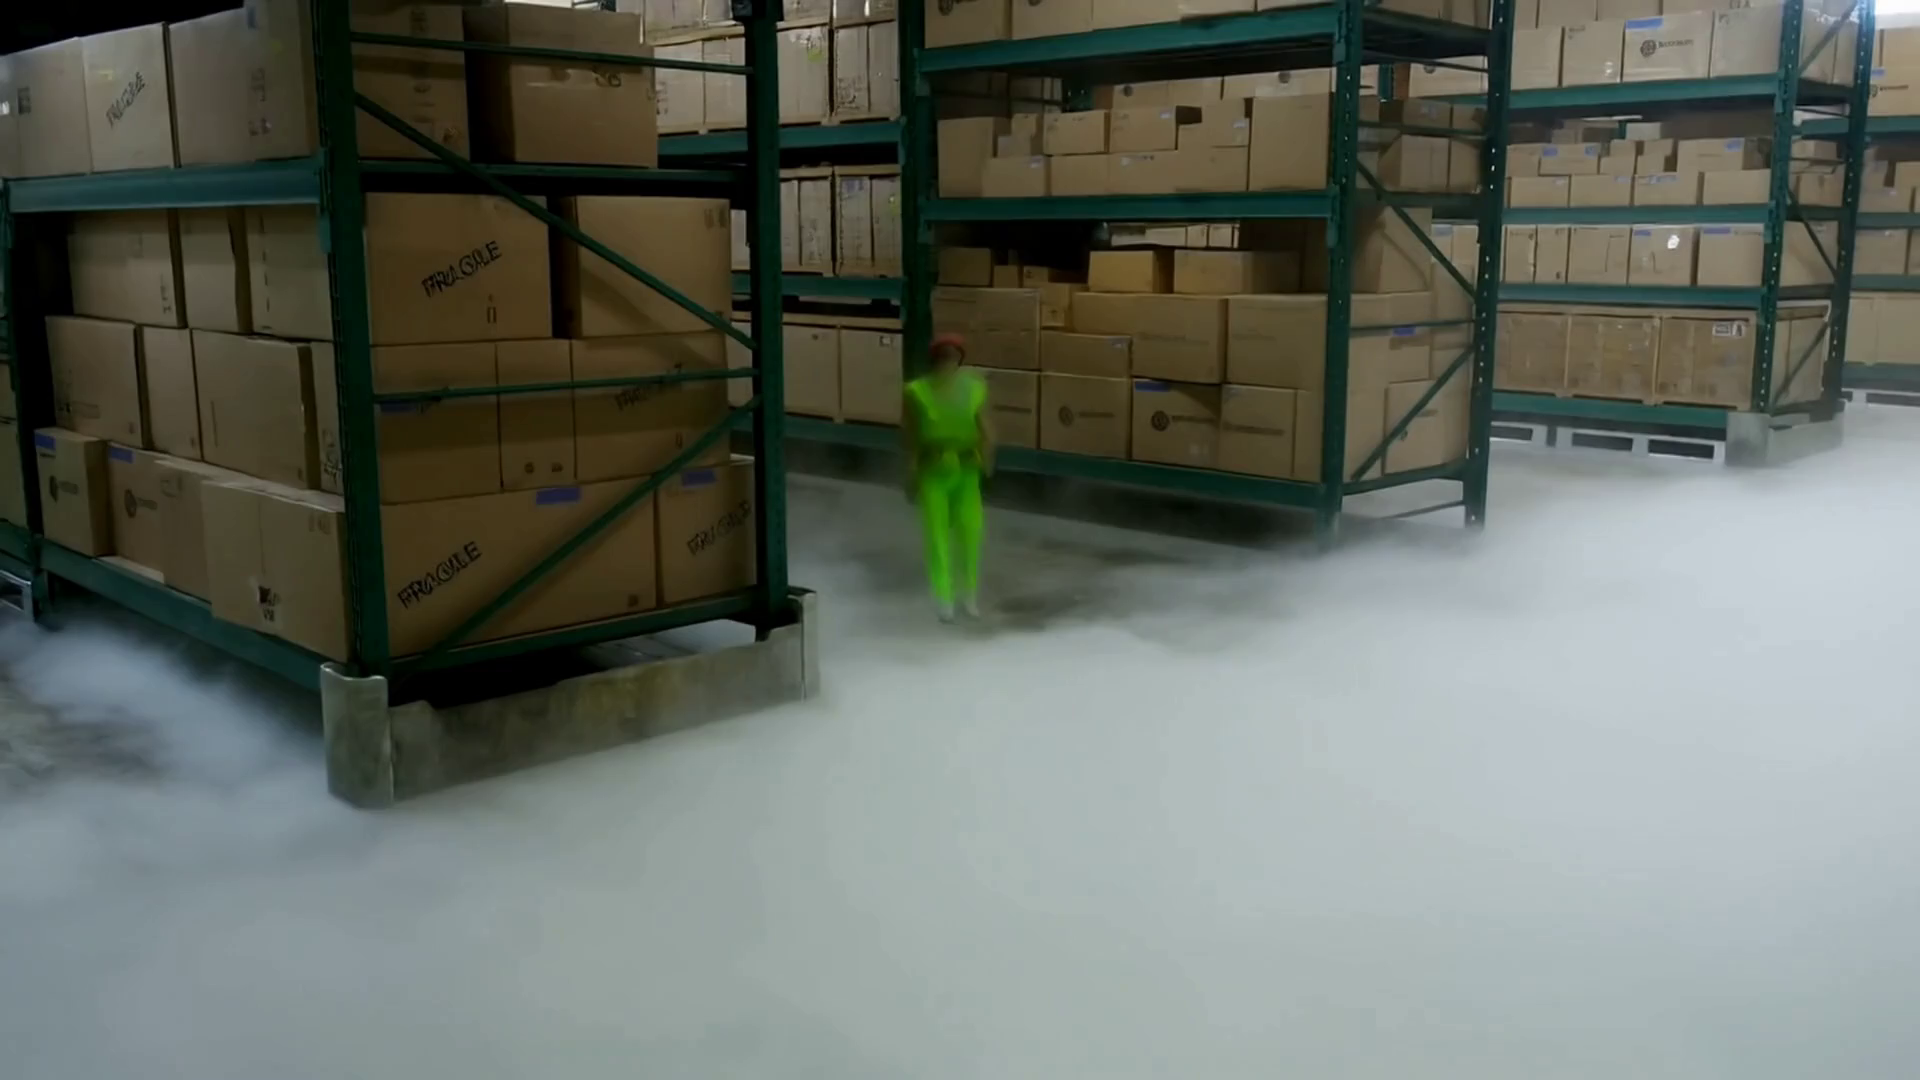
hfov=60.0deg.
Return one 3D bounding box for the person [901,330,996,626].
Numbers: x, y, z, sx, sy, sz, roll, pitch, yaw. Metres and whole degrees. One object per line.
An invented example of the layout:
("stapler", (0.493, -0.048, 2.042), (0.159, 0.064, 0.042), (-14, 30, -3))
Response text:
("person", (-0.065, -0.331, 9.096), (0.519, 1.624, 0.359), (0, 10, -2))
